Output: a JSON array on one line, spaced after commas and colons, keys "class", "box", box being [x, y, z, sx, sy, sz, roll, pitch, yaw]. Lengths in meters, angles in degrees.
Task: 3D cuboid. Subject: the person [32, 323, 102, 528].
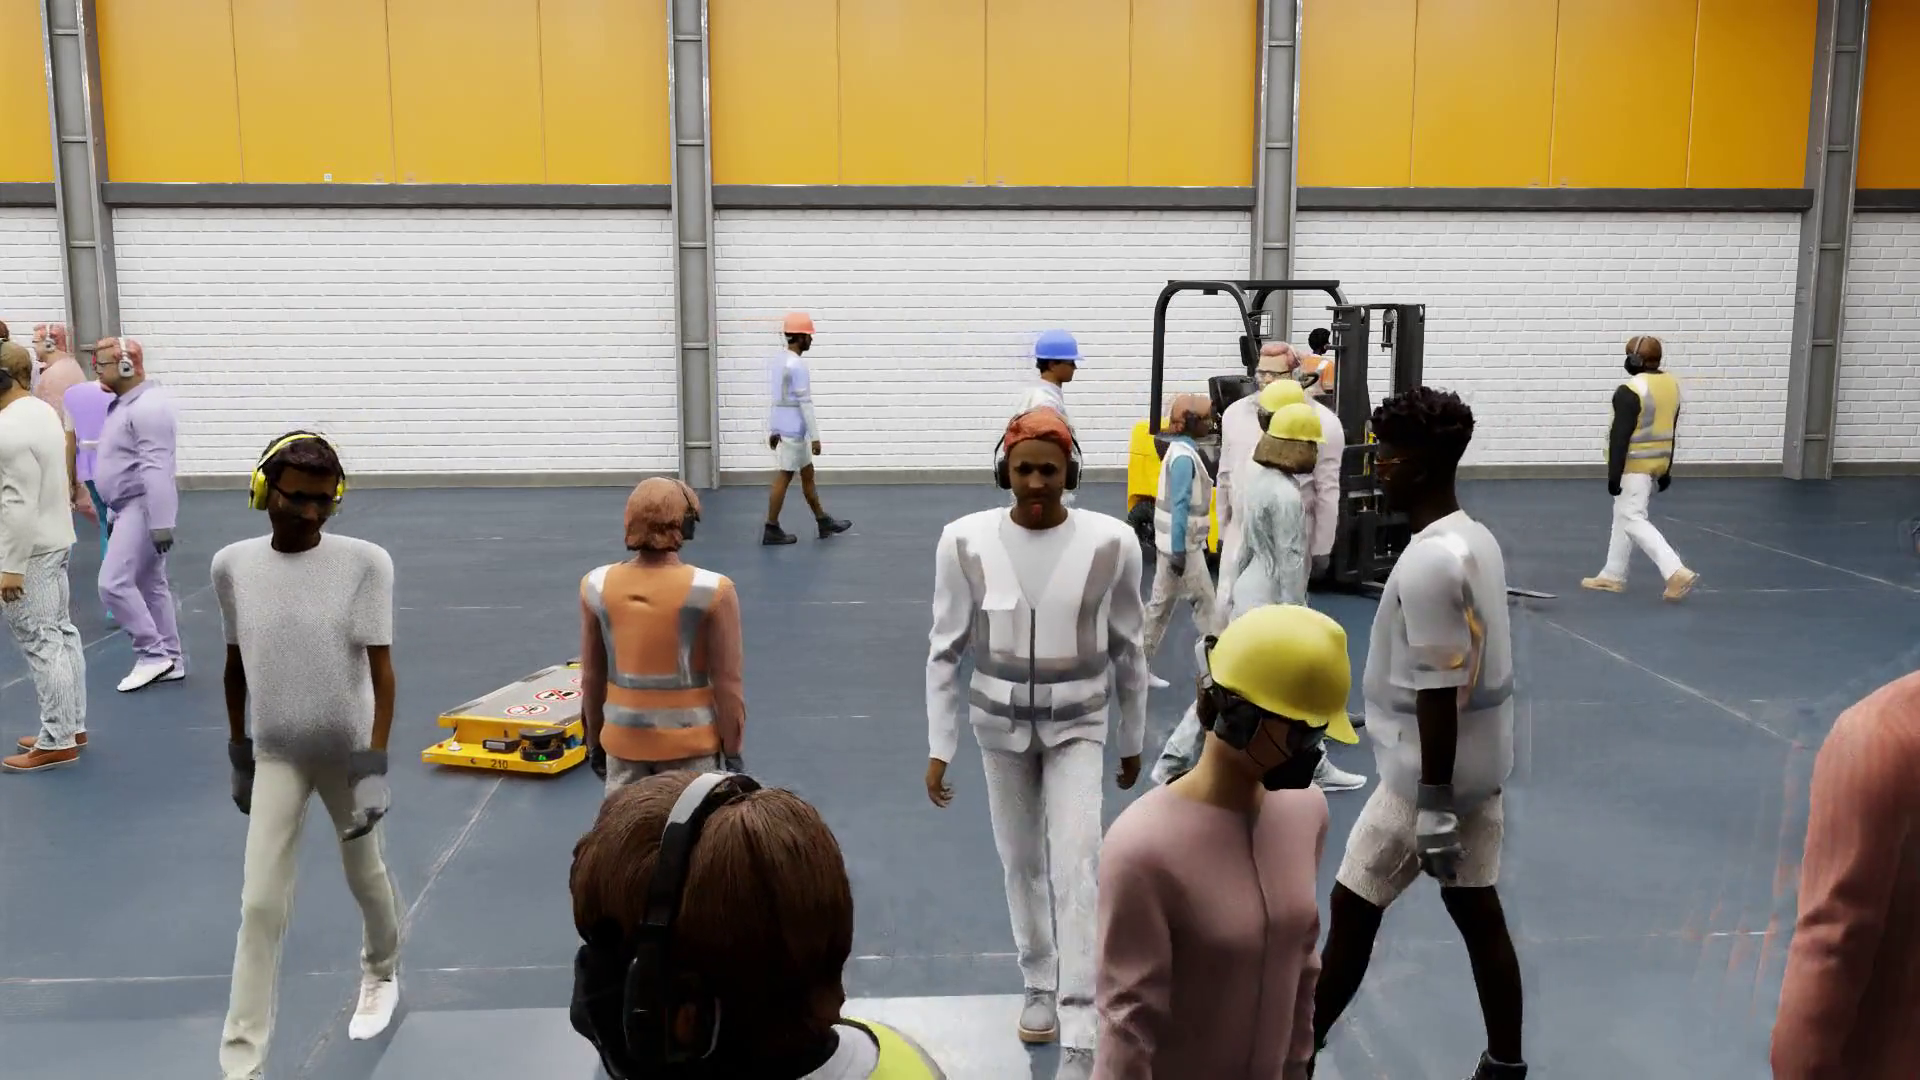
[{"class": "person", "box": [-6.657, -0.692, 12.464, 0.948, 1.865, 0.673, -4, 10, -23]}]

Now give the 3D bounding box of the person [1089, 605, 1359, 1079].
[{"class": "person", "box": [0.377, 0.927, 2.797, 0.544, 1.709, 0.873, -7, 11, -36]}]

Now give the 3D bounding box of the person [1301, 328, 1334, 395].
[{"class": "person", "box": [3.585, -1.295, 16.791, 0.320, 1.689, 0.525, -6, 11, -32]}]

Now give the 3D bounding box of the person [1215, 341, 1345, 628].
[{"class": "person", "box": [1.511, -0.015, 8.082, 0.654, 1.894, 0.422, 6, 11, 33]}]

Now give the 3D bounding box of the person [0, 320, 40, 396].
[{"class": "person", "box": [-8.185, -0.964, 14.237, 0.429, 1.842, 0.633, 7, 12, 38]}]

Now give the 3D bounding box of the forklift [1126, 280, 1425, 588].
[{"class": "forklift", "box": [2.301, -0.860, 12.475, 1.214, 2.155, 2.313, -6, 11, -35]}]

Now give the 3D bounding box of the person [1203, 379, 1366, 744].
[{"class": "person", "box": [1.535, 0.128, 7.735, 0.871, 1.726, 0.540, 2, 9, 12]}]

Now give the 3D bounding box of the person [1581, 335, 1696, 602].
[{"class": "person", "box": [4.680, -0.489, 11.350, 0.632, 1.818, 0.837, -7, 11, -37]}]

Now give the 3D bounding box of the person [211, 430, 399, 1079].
[{"class": "person", "box": [-1.771, 0.603, 4.519, 0.502, 1.805, 0.983, -1, 9, -5]}]

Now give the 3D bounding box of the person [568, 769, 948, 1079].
[{"class": "person", "box": [-0.154, 1.089, 1.469, 0.887, 1.809, 0.624, 2, 9, 12]}]

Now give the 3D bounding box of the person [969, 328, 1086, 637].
[{"class": "person", "box": [0.421, -0.258, 9.585, 0.843, 1.924, 0.615, 0, 9, 1]}]

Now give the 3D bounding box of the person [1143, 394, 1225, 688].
[{"class": "person", "box": [1.231, 0.026, 8.781, 0.775, 1.592, 0.525, 1, 9, 4]}]

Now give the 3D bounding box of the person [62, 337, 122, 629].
[{"class": "person", "box": [-5.334, -0.376, 10.627, 0.594, 1.810, 0.826, 0, 9, -2]}]

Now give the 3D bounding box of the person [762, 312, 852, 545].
[{"class": "person", "box": [-1.245, -0.912, 13.701, 0.912, 1.902, 0.578, -4, 10, -23]}]

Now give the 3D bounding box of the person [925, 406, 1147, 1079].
[{"class": "person", "box": [0.199, 0.569, 4.562, 0.595, 1.850, 0.841, 2, 9, 11]}]

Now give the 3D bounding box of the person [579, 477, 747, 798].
[{"class": "person", "box": [-0.871, 0.622, 4.952, 0.528, 1.630, 0.354, 2, 9, 14]}]

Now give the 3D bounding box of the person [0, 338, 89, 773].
[{"class": "person", "box": [-4.163, 0.068, 7.452, 0.355, 1.936, 0.635, -3, 9, -15]}]

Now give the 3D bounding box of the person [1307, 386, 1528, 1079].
[{"class": "person", "box": [1.106, 0.566, 4.342, 0.932, 1.921, 0.640, 5, 10, 30]}]

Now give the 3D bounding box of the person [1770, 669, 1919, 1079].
[{"class": "person", "box": [1.508, 0.821, 2.671, 0.624, 1.963, 0.929, -5, 10, -28]}]

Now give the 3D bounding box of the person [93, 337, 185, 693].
[{"class": "person", "box": [-4.422, -0.128, 8.836, 0.517, 1.886, 0.669, -6, 11, -35]}]

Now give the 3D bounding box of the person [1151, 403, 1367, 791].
[{"class": "person", "box": [1.248, 0.268, 6.991, 0.909, 1.697, 0.516, 0, 9, 2]}]

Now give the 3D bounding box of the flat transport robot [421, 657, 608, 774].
[{"class": "flat transport robot", "box": [-1.888, 0.815, 7.978, 0.652, 0.197, 1.431, 3, 9, 16]}]
